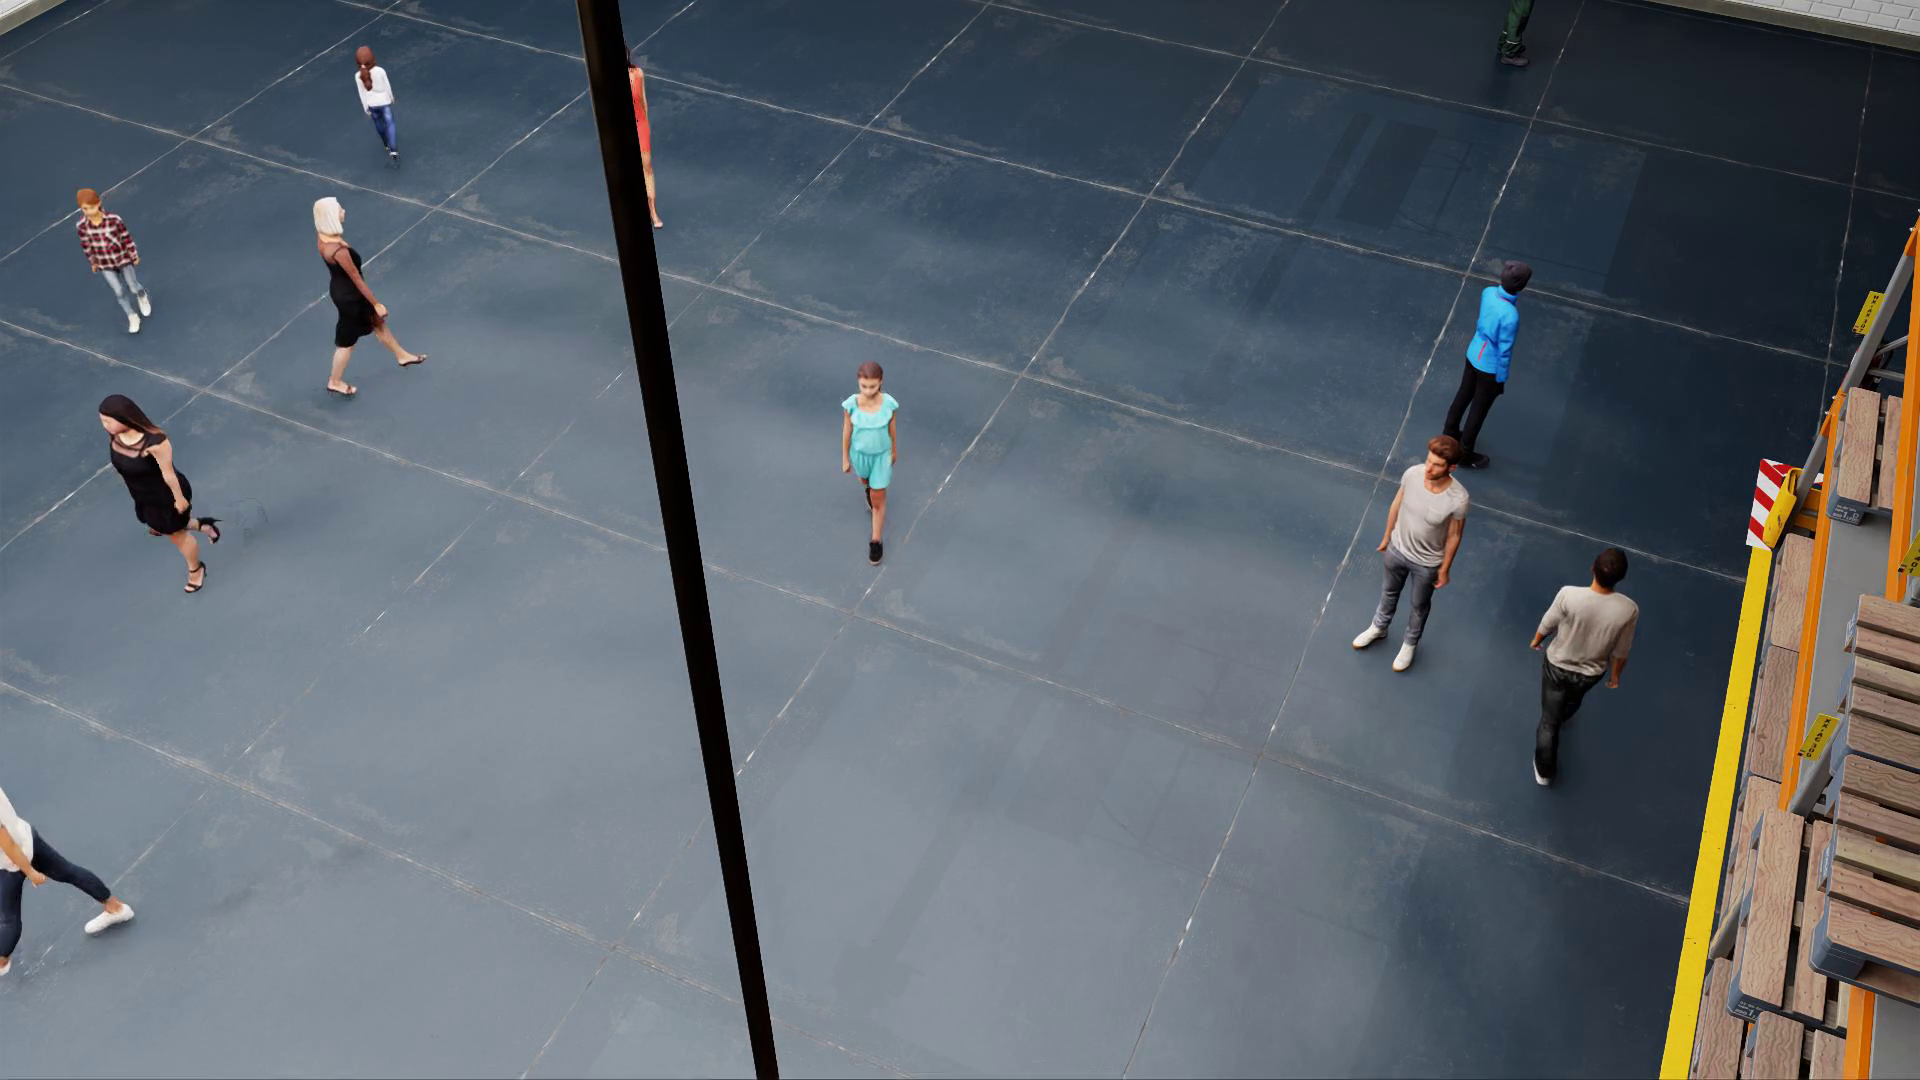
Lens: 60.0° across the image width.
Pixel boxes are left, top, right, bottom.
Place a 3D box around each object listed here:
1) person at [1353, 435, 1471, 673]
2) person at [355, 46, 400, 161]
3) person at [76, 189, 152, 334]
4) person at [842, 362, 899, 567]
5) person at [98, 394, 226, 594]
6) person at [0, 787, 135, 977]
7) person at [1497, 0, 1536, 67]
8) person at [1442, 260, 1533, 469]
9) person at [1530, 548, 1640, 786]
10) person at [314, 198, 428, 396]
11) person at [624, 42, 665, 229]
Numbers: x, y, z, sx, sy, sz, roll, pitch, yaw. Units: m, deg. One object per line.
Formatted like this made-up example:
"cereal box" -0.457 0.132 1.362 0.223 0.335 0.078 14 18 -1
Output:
"person" 2.983 0.061 10.814 0.731 1.898 0.687 34 53 31
"person" -5.527 -4.147 15.812 0.692 1.097 0.813 -7 44 -8
"person" -7.019 -2.372 13.798 0.700 1.303 0.765 -9 44 -9
"person" -0.636 -0.665 11.847 0.845 1.524 1.139 1 44 1
"person" -5.409 -0.362 11.399 0.640 1.704 0.783 19 47 19
"person" -5.117 1.697 9.191 1.185 1.767 1.074 -17 46 -17
"person" 5.812 -5.781 16.988 0.816 1.839 0.660 5 44 5
"person" 3.890 -1.314 12.331 0.746 1.796 0.668 -10 45 -10
"person" 3.736 0.821 10.094 0.785 1.790 1.034 11 45 11
"person" -4.817 -1.824 12.937 1.153 1.698 0.999 -23 48 -22
"person" -3.008 -3.720 14.949 1.125 1.669 1.131 -17 46 -17
